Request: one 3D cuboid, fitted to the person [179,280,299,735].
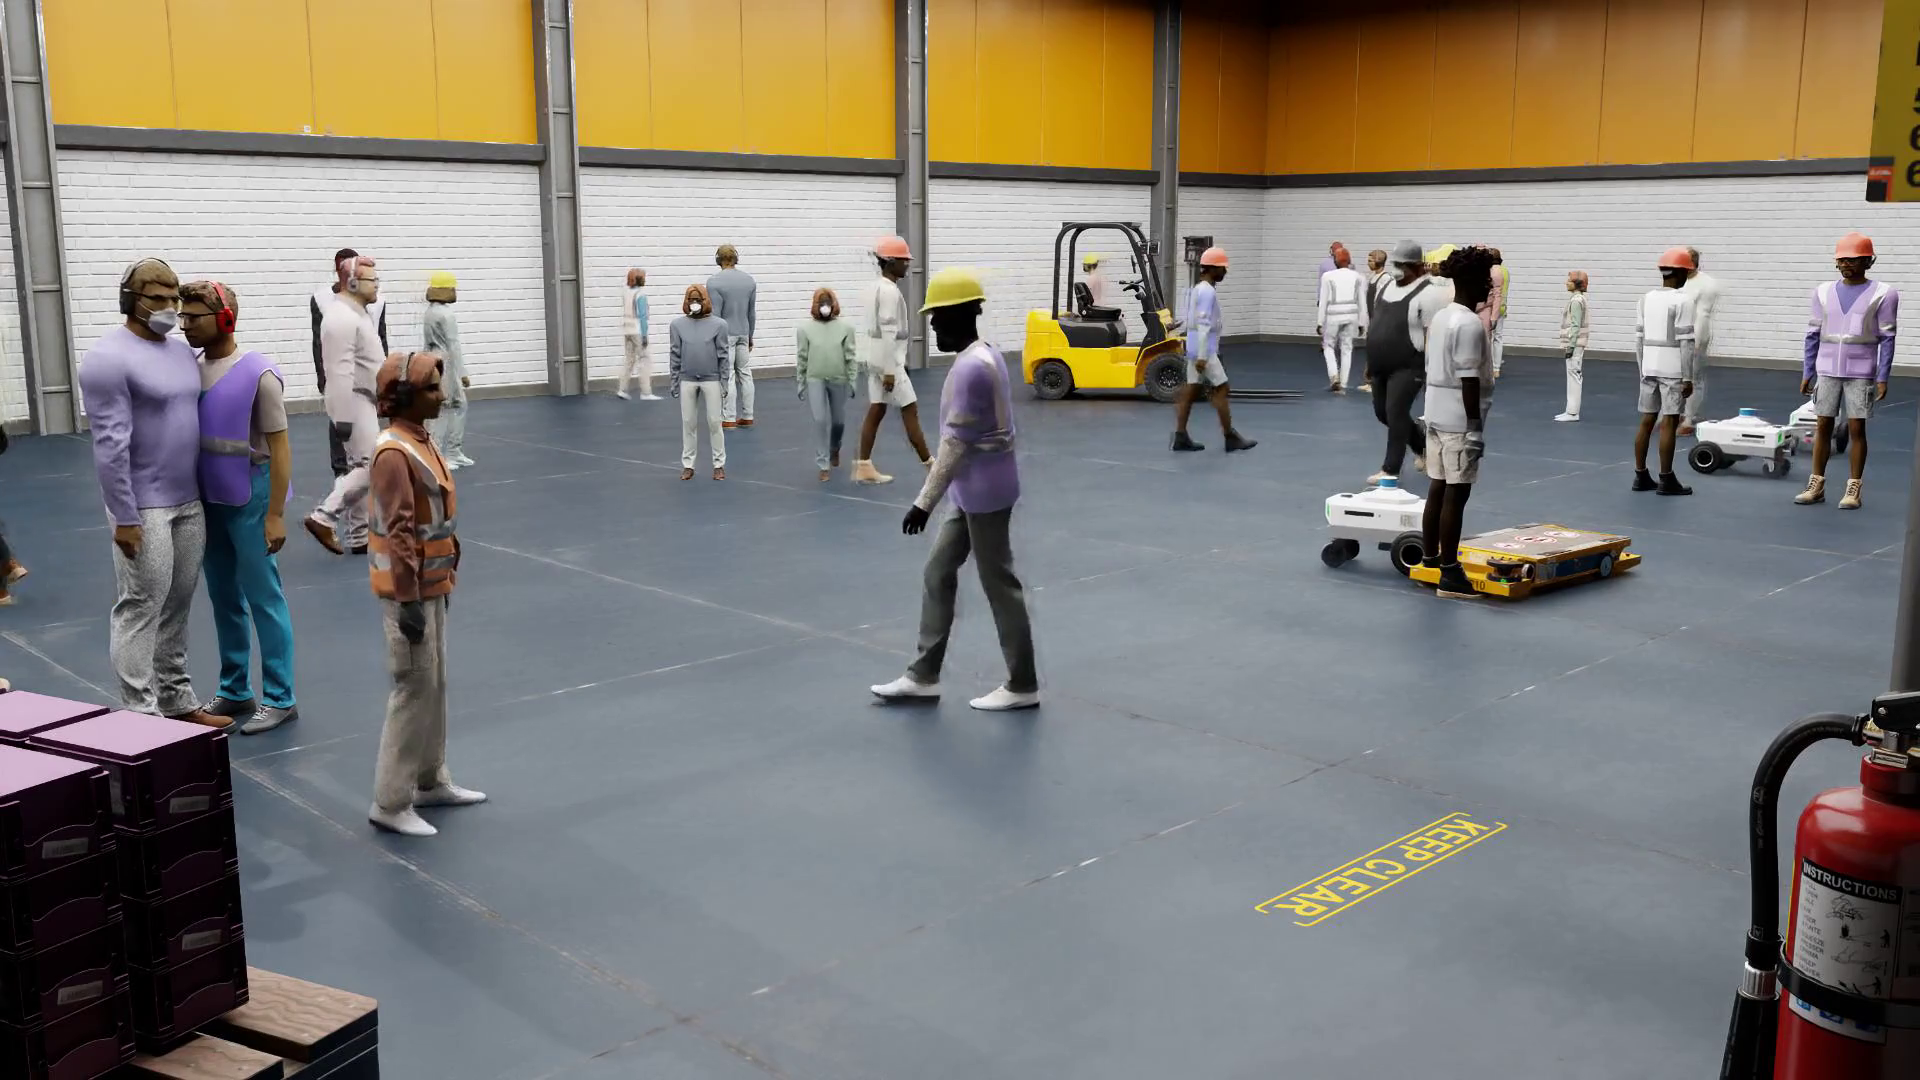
[{"bbox_3d":[-2.955,-0.133,6.804,0.572,1.843,0.373,5,12,27],"label":"person"}]

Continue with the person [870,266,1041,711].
[{"bbox_3d":[-0.042,-0.192,7.007,0.854,1.882,0.577,0,10,-1],"label":"person"}]

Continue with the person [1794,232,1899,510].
[{"bbox_3d":[6.563,-1.248,12.340,0.378,2.041,0.616,-9,14,-42],"label":"person"}]

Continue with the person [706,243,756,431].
[{"bbox_3d":[-2.380,-2.105,17.308,0.350,1.935,0.634,9,14,40],"label":"person"}]

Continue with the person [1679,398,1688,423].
[{"bbox_3d":[7.770,-2.058,17.923,0.374,1.607,0.524,3,11,14],"label":"person"}]

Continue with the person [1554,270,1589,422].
[{"bbox_3d":[6.685,-2.109,18.125,0.307,1.645,0.521,4,11,22],"label":"person"}]

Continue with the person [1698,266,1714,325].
[{"bbox_3d":[8.538,-2.489,19.583,0.590,1.860,0.685,8,13,38],"label":"person"}]

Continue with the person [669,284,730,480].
[{"bbox_3d":[-2.153,-1.302,13.781,0.502,1.627,0.277,1,10,3],"label":"person"}]

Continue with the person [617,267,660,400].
[{"bbox_3d":[-3.977,-2.521,20.443,0.355,1.656,0.520,-9,13,-39],"label":"person"}]

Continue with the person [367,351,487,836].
[{"bbox_3d":[-1.855,0.181,5.696,0.392,1.645,0.536,-2,11,-9],"label":"person"}]

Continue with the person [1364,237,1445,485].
[{"bbox_3d":[3.676,-1.486,13.648,0.807,2.000,0.689,-5,12,-26],"label":"person"}]

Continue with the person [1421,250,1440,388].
[{"bbox_3d":[6.259,-2.944,22.176,0.403,1.827,0.600,9,14,40],"label":"person"}]

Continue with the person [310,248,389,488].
[{"bbox_3d":[-4.848,-1.355,13.272,0.594,1.917,0.388,-8,13,-37],"label":"person"}]

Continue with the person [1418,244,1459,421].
[{"bbox_3d":[5.256,-2.223,17.975,0.370,1.925,0.594,-6,12,-32],"label":"person"}]

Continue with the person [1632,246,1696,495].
[{"bbox_3d":[5.533,-1.318,13.015,0.360,1.937,0.542,-4,11,-22],"label":"person"}]

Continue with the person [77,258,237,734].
[{"bbox_3d":[-3.139,-0.126,6.522,0.374,1.936,0.627,1,10,5],"label":"person"}]

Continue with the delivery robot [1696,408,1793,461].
[{"bbox_3d":[6.659,-0.876,14.120,0.707,0.478,0.477,9,14,41],"label":"delivery robot"}]

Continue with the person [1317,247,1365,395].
[{"bbox_3d":[4.853,-2.786,21.193,0.626,1.868,0.428,-1,10,-4],"label":"person"}]

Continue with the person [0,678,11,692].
[{"bbox_3d":[-4.413,-0.118,7.124,0.533,1.698,0.318,-3,11,-16],"label":"person"}]

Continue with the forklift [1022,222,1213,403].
[{"bbox_3d":[1.935,-2.847,20.651,2.313,2.155,1.214,2,11,13],"label":"forklift"}]

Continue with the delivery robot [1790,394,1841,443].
[{"bbox_3d":[7.931,-1.113,15.413,0.477,0.478,0.707,7,13,35],"label":"delivery robot"}]

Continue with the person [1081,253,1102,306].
[{"bbox_3d":[1.864,-3.413,24.935,0.711,1.741,0.547,4,11,20],"label":"person"}]

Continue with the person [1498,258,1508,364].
[{"bbox_3d":[8.359,-3.603,26.142,0.322,1.692,0.530,-9,14,-42],"label":"person"}]

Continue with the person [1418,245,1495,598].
[{"bbox_3d":[2.807,-0.664,9.363,0.367,1.967,0.600,-1,10,-3],"label":"person"}]

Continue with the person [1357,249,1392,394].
[{"bbox_3d":[5.360,-2.797,21.340,0.346,1.842,0.505,-1,10,-5],"label":"person"}]

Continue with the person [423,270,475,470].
[{"bbox_3d":[-4.378,-1.455,14.330,0.600,1.718,0.498,-7,13,-34],"label":"person"}]

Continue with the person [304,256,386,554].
[{"bbox_3d":[-3.811,-0.821,10.428,0.477,1.891,0.659,-2,11,-13],"label":"person"}]

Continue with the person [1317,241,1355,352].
[{"bbox_3d":[6.484,-4.192,28.757,0.641,1.913,0.407,-1,10,-6],"label":"person"}]

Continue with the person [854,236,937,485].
[{"bbox_3d":[-0.441,-1.434,13.457,0.951,2.008,0.617,-3,11,-16],"label":"person"}]

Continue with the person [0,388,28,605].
[{"bbox_3d":[-5.426,-0.595,8.975,0.448,1.970,0.644,0,10,1],"label":"person"}]

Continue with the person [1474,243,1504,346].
[{"bbox_3d":[6.886,-2.987,22.190,0.641,1.913,0.408,10,14,43],"label":"person"}]

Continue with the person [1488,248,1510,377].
[{"bbox_3d":[7.527,-3.221,23.652,0.619,1.845,0.430,-9,14,-40],"label":"person"}]

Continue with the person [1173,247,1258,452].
[{"bbox_3d":[2.408,-1.765,15.530,0.885,1.899,0.563,0,10,0],"label":"person"}]

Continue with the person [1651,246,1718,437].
[{"bbox_3d":[7.204,-1.966,16.608,0.689,1.909,0.630,-5,12,-27],"label":"person"}]

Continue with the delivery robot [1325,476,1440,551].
[{"bbox_3d":[2.600,-0.144,10.130,0.707,0.478,0.477,6,12,30],"label":"delivery robot"}]

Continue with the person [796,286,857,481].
[{"bbox_3d":[-1.120,-1.322,13.941,0.504,1.611,0.681,-2,11,-9],"label":"person"}]

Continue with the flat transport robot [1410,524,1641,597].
[{"bbox_3d":[3.361,0.100,9.828,1.431,0.197,0.652,-9,13,-39],"label":"flat transport robot"}]
